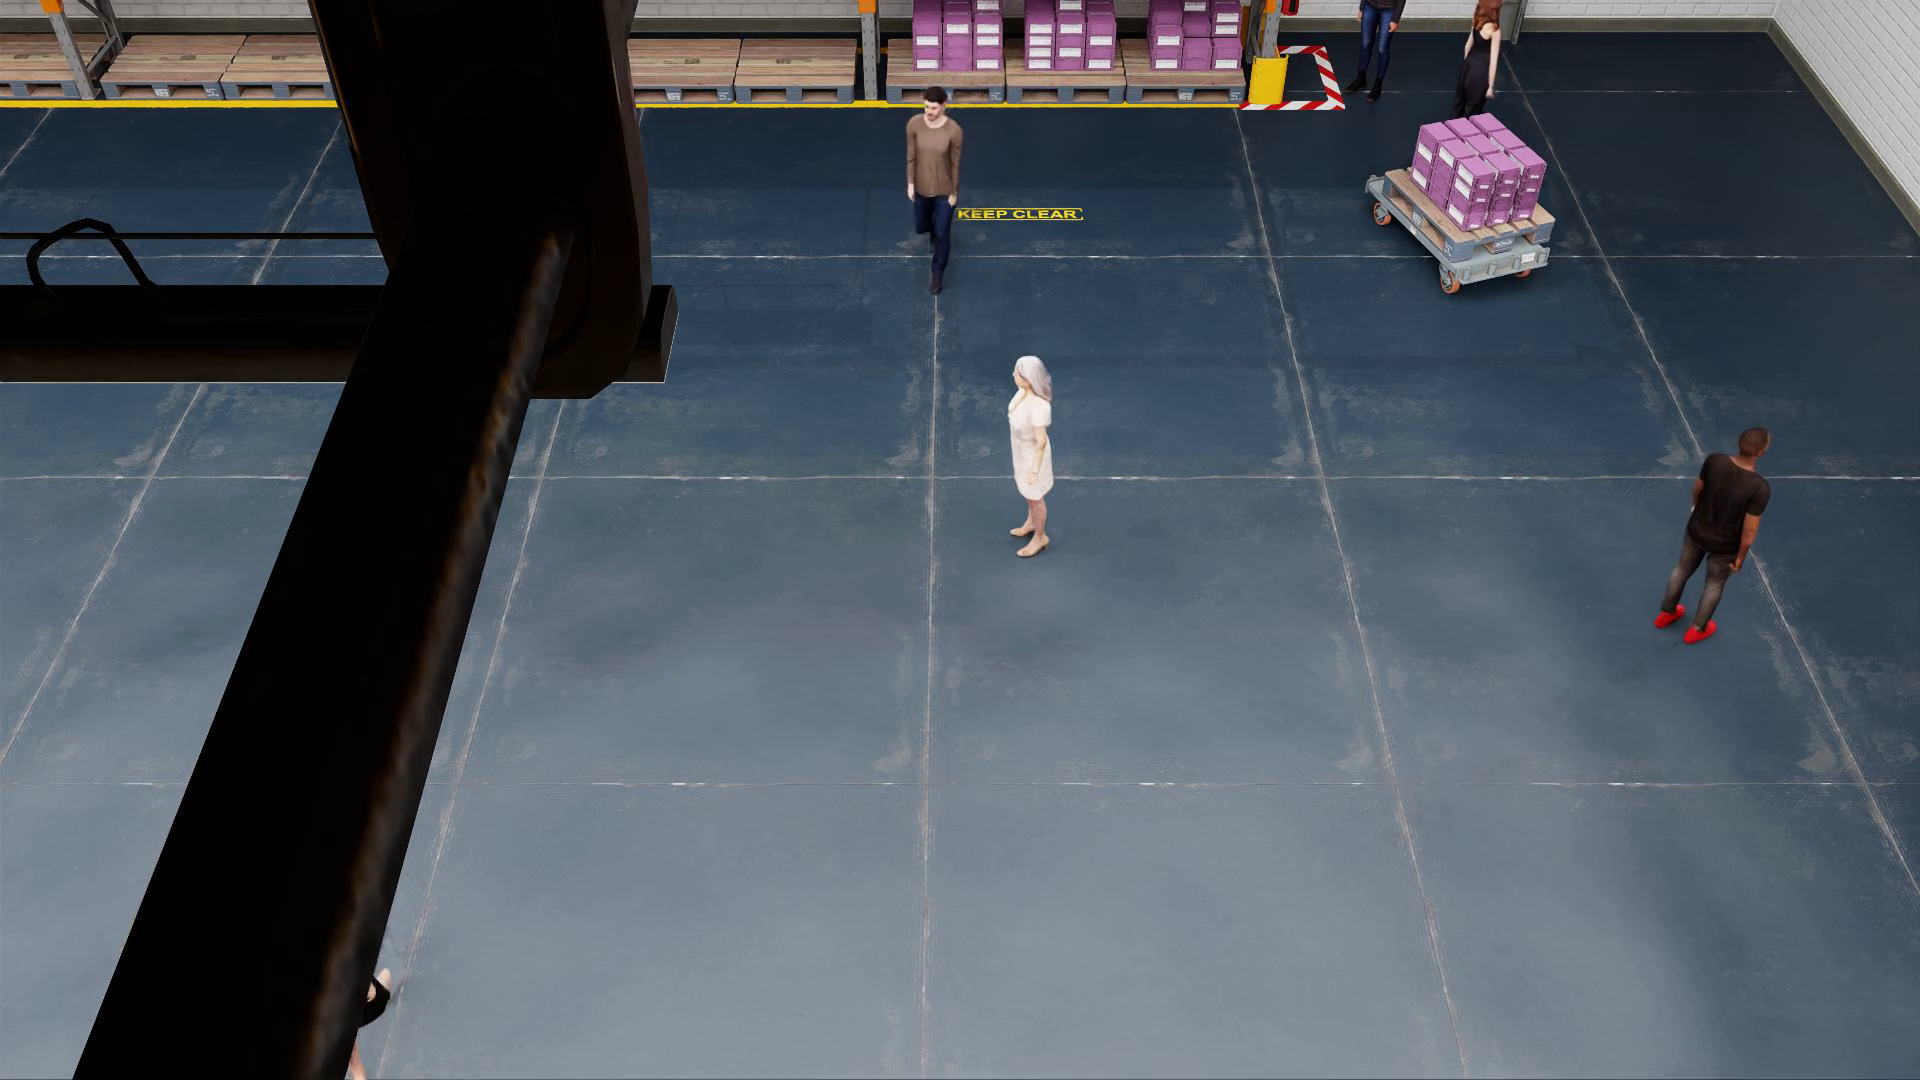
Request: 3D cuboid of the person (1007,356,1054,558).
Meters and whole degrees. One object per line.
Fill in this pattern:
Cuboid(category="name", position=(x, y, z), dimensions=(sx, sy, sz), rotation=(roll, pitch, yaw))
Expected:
Cuboid(category="person", position=(0.503, -0.588, 11.625), dimensions=(0.598, 1.734, 0.632), rotation=(-6, 44, -7))

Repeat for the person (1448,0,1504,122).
Cuboid(category="person", position=(4.815, -4.361, 15.577), dimensions=(0.642, 1.747, 0.653), rotation=(-16, 46, -16))

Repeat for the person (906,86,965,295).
Cuboid(category="person", position=(-0.186, -3.030, 14.090), dimensions=(0.973, 1.870, 0.872), rotation=(12, 45, 12))

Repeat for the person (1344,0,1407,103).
Cuboid(category="person", position=(4.181, -5.231, 16.491), dimensions=(0.703, 1.746, 0.772), rotation=(32, 52, 29))

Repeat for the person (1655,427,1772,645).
Cuboid(category="person", position=(4.948, -0.033, 10.995), dimensions=(0.804, 1.801, 0.769), rotation=(-28, 50, -26))
